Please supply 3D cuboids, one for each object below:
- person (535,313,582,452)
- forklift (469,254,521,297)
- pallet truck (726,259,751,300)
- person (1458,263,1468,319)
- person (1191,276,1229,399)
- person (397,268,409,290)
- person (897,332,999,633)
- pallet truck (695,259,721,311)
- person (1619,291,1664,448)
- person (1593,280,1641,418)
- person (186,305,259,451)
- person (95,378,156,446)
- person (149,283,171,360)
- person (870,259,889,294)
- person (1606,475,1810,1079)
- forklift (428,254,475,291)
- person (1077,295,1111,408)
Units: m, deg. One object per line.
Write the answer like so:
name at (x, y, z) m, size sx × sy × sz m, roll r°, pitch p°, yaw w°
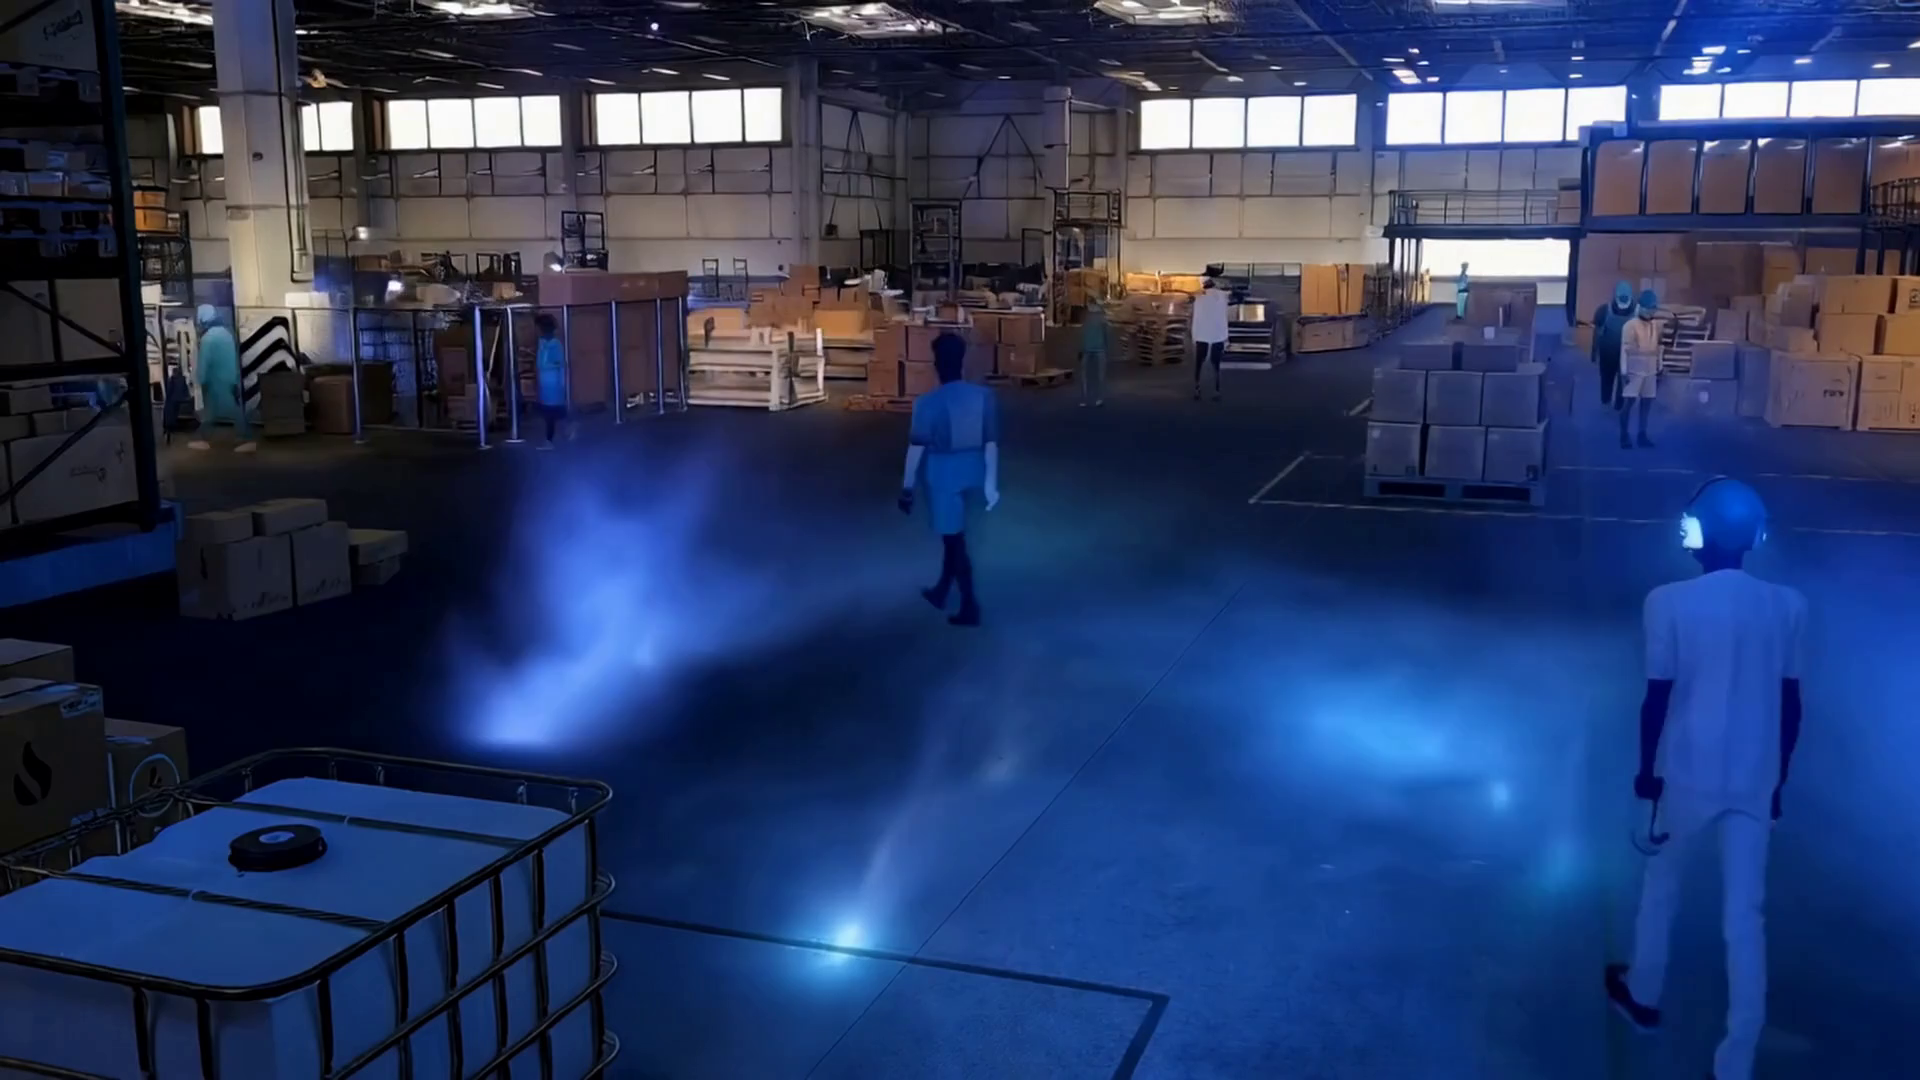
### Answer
person at (-4.924, -1.926, 20.275) m, size 0.578 × 1.680 × 0.536 m, roll -6°, pitch 12°, yaw -32°
forklift at (-17.990, -10.121, 64.684) m, size 1.157 × 1.987 × 2.680 m, roll 3°, pitch 11°, yaw 17°
pallet truck at (-7.986, -9.493, 62.019) m, size 0.823 × 1.965 × 1.885 m, roll 3°, pitch 11°, yaw 17°
person at (17.047, -8.425, 56.322) m, size 0.355 × 1.885 × 0.575 m, roll 5°, pitch 11°, yaw 24°
person at (4.053, -3.267, 26.967) m, size 0.622 × 1.992 × 0.396 m, roll 1°, pitch 10°, yaw 5°
person at (-20.046, -9.102, 60.099) m, size 0.508 × 1.892 × 0.672 m, roll -4°, pitch 11°, yaw -22°
person at (-0.115, -0.395, 10.955) m, size 0.629 × 1.921 × 0.932 m, roll -7°, pitch 12°, yaw -35°
pallet truck at (-9.165, -9.627, 62.776) m, size 0.823 × 1.965 × 1.885 m, roll 4°, pitch 11°, yaw 23°
person at (8.409, -2.089, 20.491) m, size 0.552 × 1.935 × 0.364 m, roll -2°, pitch 10°, yaw -9°
person at (9.655, -2.836, 24.406) m, size 0.683 × 2.000 × 0.902 m, roll 4°, pitch 11°, yaw 21°
person at (-8.973, -1.949, 20.152) m, size 0.862 × 1.783 × 0.599 m, roll -1°, pitch 10°, yaw -8°
person at (-10.477, -1.949, 20.525) m, size 0.890 × 1.640 × 0.527 m, roll -1°, pitch 10°, yaw -7°
person at (-16.689, -4.522, 34.835) m, size 0.927 × 1.711 × 0.573 m, roll 5°, pitch 11°, yaw 25°
person at (-2.671, -8.275, 55.073) m, size 0.621 × 2.026 × 0.607 m, roll 0°, pitch 10°, yaw 1°
person at (2.245, 0.721, 5.004) m, size 0.533 × 1.812 × 0.937 m, roll 1°, pitch 10°, yaw 5°
forklift at (-20.133, -10.254, 65.465) m, size 1.157 × 1.987 × 2.680 m, roll 3°, pitch 11°, yaw 19°
person at (2.061, -2.897, 25.616) m, size 0.530 × 1.732 × 0.432 m, roll 1°, pitch 10°, yaw 3°
